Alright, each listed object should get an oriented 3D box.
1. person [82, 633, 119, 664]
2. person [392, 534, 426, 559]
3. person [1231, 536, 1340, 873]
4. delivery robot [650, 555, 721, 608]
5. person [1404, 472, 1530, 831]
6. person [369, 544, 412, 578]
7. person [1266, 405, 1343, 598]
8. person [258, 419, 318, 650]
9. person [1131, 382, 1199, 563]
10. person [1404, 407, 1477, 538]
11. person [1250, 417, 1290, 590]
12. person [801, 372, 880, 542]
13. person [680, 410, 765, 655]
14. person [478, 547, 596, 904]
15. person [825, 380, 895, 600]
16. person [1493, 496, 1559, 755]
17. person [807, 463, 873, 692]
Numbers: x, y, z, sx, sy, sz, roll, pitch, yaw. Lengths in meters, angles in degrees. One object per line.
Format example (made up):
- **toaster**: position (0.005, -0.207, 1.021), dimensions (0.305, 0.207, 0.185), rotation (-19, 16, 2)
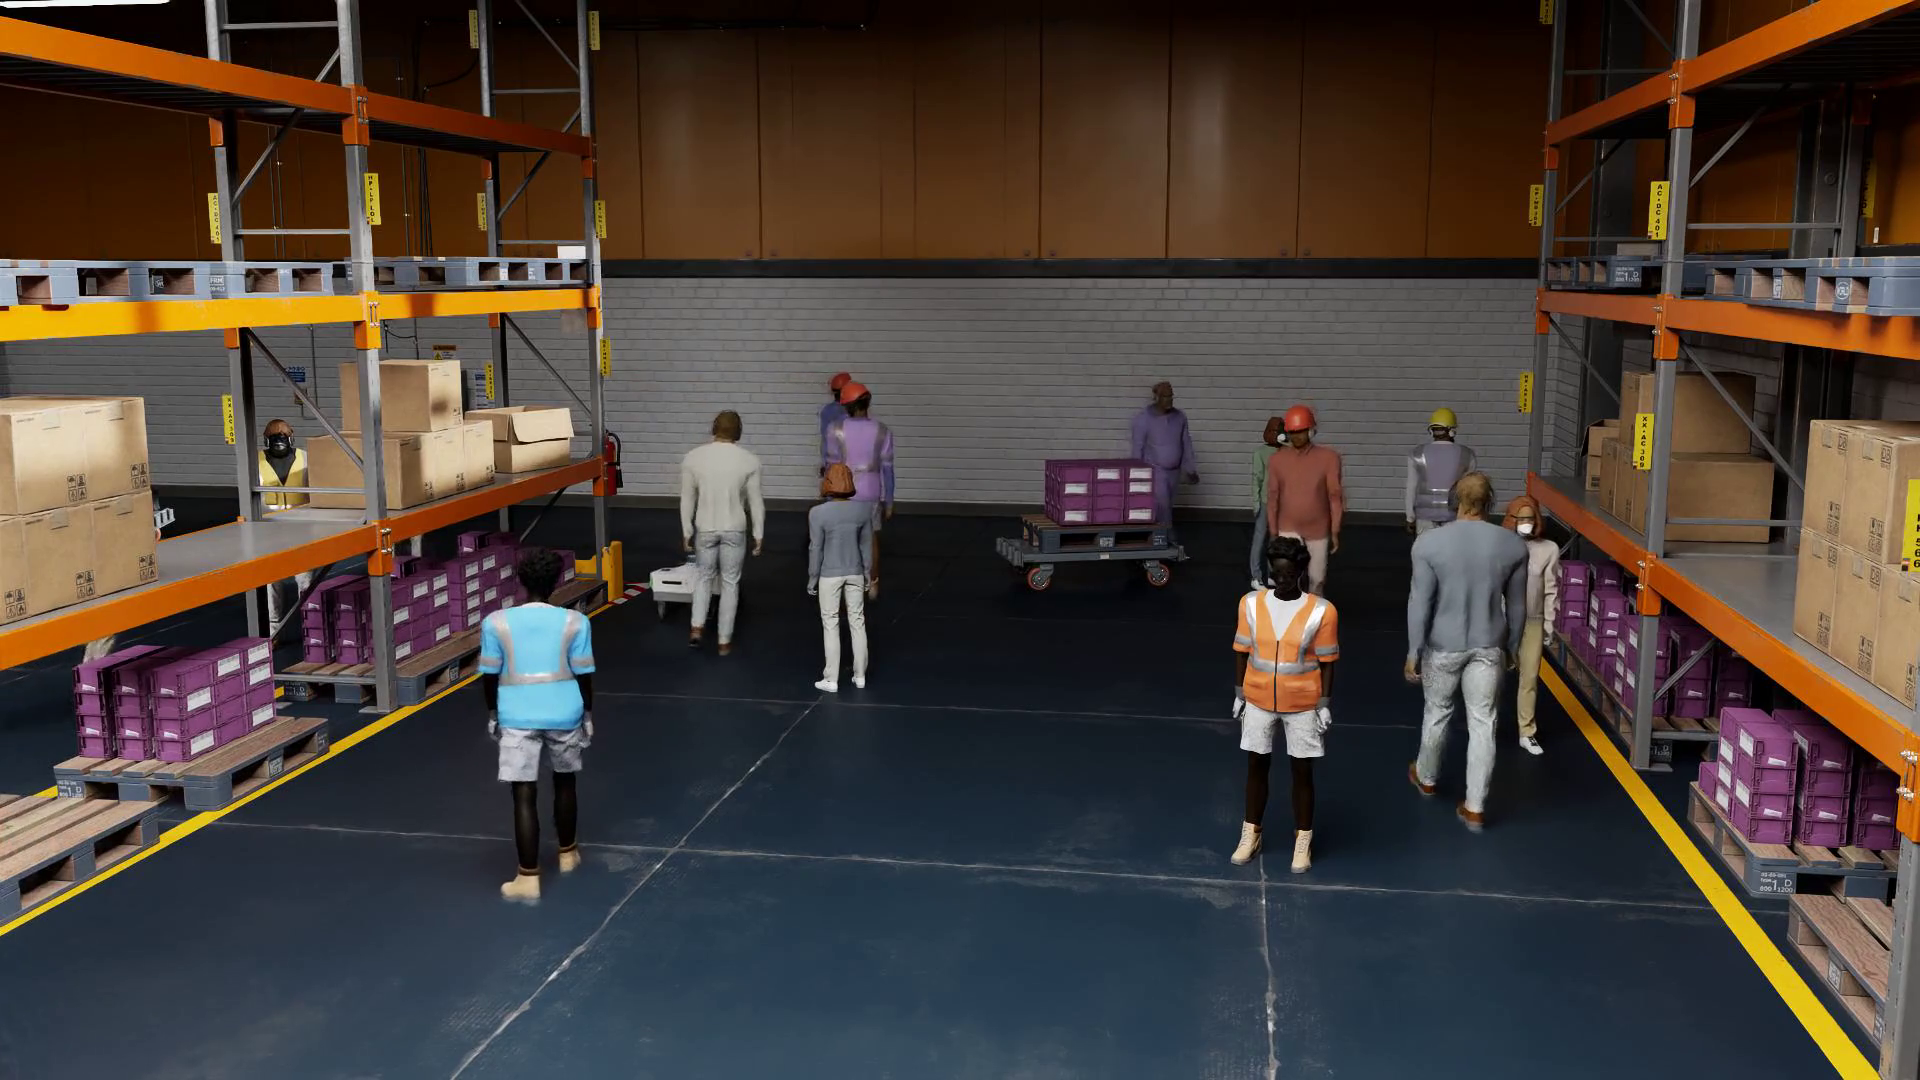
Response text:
- **person**: position (-5.863, 0.348, 11.367), dimensions (0.523, 1.626, 0.378), rotation (3, 10, 16)
- **person**: position (-5.042, -0.385, 15.106), dimensions (0.578, 1.881, 0.346), rotation (-5, 10, -27)
- **person**: position (1.611, 0.813, 8.305), dimensions (0.532, 1.693, 0.319), rotation (4, 10, 24)
- **delivery robot**: position (-2.281, 0.371, 14.239), dimensions (0.707, 0.478, 0.477), rotation (3, 9, 16)
- **person**: position (2.761, 0.569, 9.168), dimensions (0.659, 1.892, 0.984), rotation (1, 9, 4)
- **person**: position (-5.184, -0.256, 15.145), dimensions (0.722, 1.610, 0.528), rotation (-6, 11, -33)
- **person**: position (2.745, -0.114, 13.237), dimensions (0.616, 1.956, 0.968), rotation (3, 10, 17)
- **person**: position (-5.326, -0.041, 13.144), dimensions (0.629, 1.837, 0.429), rotation (-4, 10, -24)
- **person**: position (2.103, -0.720, 17.286), dimensions (0.643, 1.858, 1.028), rotation (-6, 11, -33)
- **person**: position (4.107, -0.218, 14.246), dimensions (0.591, 1.829, 0.404), rotation (2, 10, 14)
- **person**: position (2.945, -0.344, 15.621), dimensions (0.501, 1.633, 0.285), rotation (-5, 11, -30)
- **person**: position (-1.337, -0.876, 18.132), dimensions (0.992, 1.900, 0.555), rotation (-6, 11, -33)
- **person**: position (-1.848, -0.058, 13.009), dimensions (0.652, 1.909, 0.488), rotation (0, 9, 2)
- **person**: position (-2.030, 0.877, 8.027), dimensions (0.551, 1.658, 0.604), rotation (-3, 10, -17)
- **person**: position (-0.888, -0.413, 14.859), dimensions (0.648, 2.015, 0.717), rotation (-2, 9, -11)
- **person**: position (3.427, 0.530, 10.264), dimensions (0.492, 1.626, 0.284), rotation (0, 9, 0)
- **person**: position (-0.853, 0.266, 11.856), dimensions (0.507, 1.632, 0.275), rotation (-5, 11, -29)
